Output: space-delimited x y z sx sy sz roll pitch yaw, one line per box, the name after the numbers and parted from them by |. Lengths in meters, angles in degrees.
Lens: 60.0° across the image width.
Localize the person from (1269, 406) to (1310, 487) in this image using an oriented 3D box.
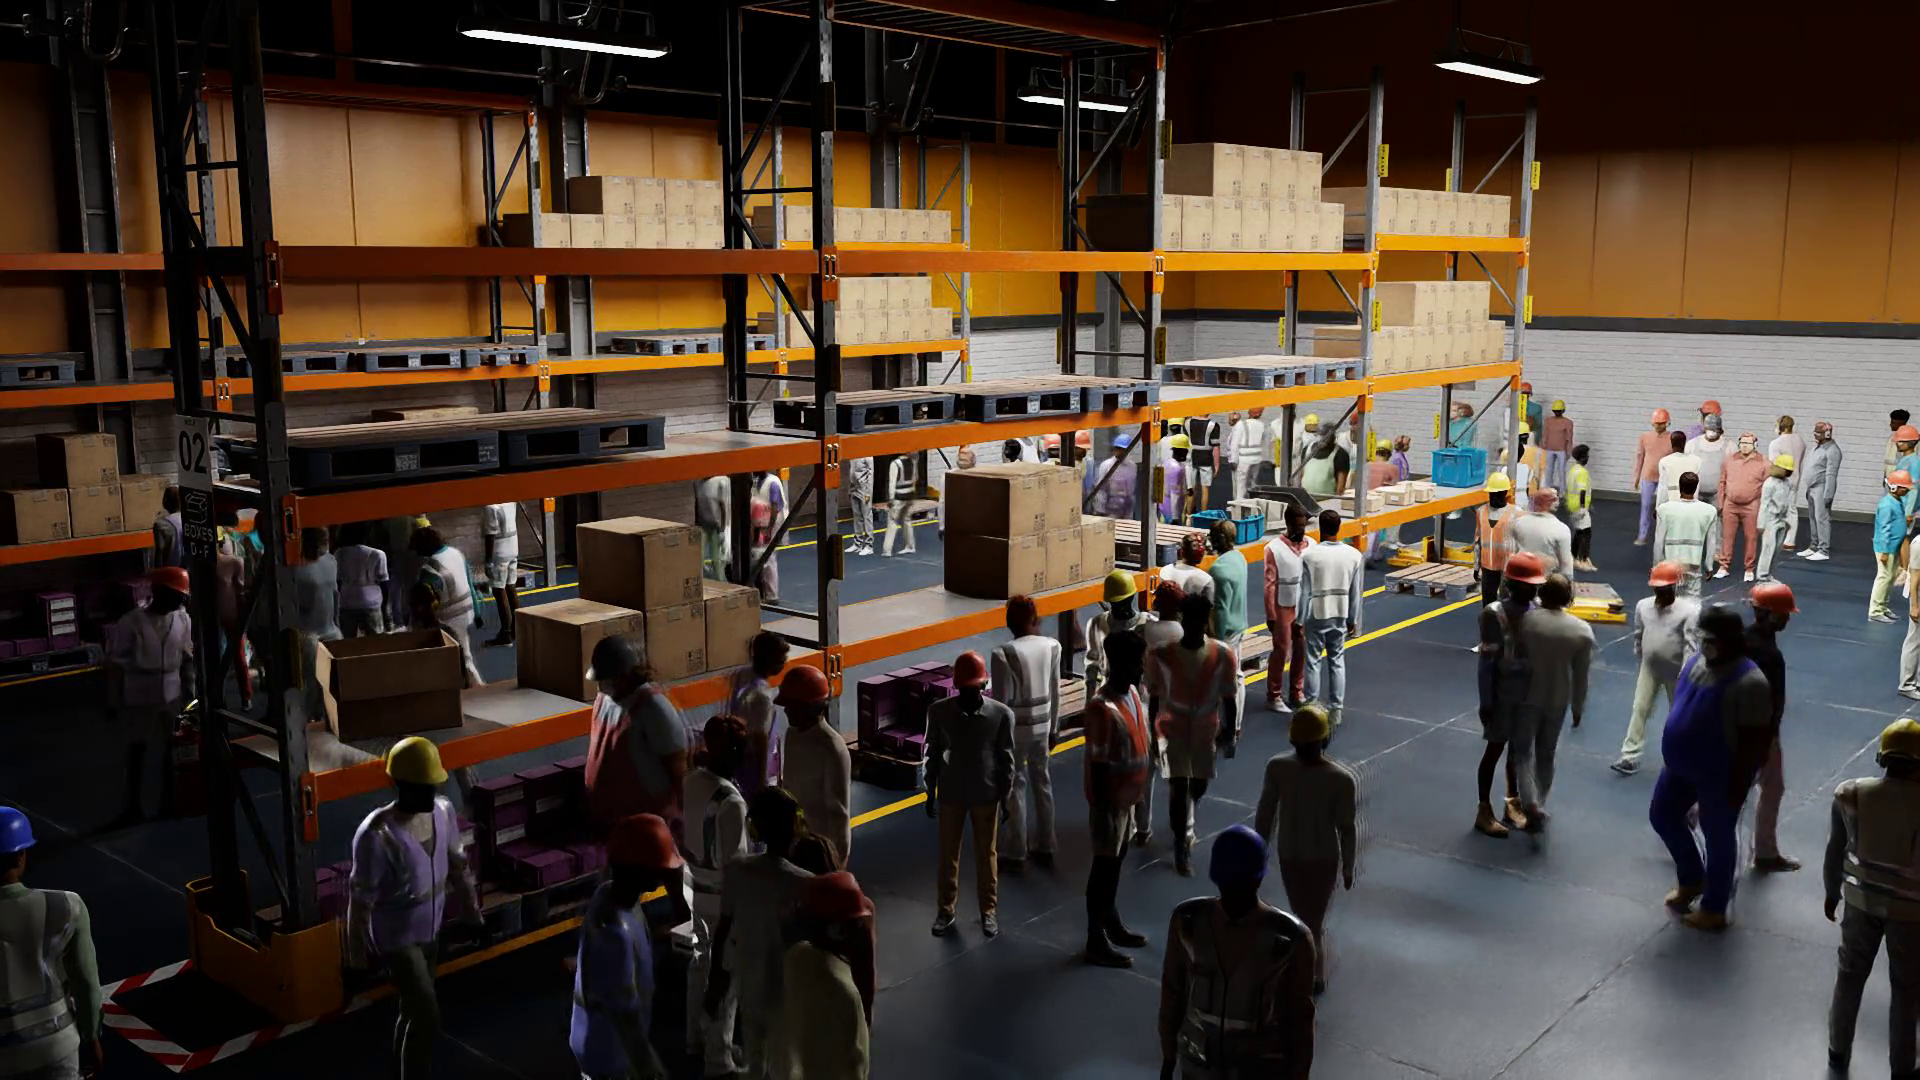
5.217 -1.252 26.334 0.664 1.837 1.015 3 10 16 | person

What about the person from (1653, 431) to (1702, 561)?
9.183 -0.441 21.302 0.587 1.914 0.390 -2 10 -12 | person

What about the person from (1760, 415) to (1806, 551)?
11.530 -0.780 23.284 0.631 1.932 0.365 -4 10 -23 | person

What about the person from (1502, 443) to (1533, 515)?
7.334 -0.457 22.032 0.542 1.697 0.316 -6 11 -32 | person

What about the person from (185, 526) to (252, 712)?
-6.651 0.707 14.934 0.538 1.754 0.379 -2 10 -11 | person

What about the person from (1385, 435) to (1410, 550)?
6.192 -0.672 23.522 0.315 1.632 0.519 4 10 21 | person

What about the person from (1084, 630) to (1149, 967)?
0.914 1.476 9.700 0.367 1.962 0.612 4 10 22 | person

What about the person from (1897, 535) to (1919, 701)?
9.009 0.575 15.472 0.560 1.836 0.394 -5 11 -27 | person

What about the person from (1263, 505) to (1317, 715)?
2.971 0.615 15.027 0.599 1.905 0.391 -6 11 -32 | person

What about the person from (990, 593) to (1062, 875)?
0.428 1.284 11.084 0.584 1.883 0.337 -7 12 -37 | person

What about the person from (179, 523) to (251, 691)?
-7.196 0.453 16.078 0.622 1.887 0.852 2 10 13 | person

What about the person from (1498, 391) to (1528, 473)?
9.485 -1.623 28.559 0.543 1.900 0.594 -5 11 -29 | person

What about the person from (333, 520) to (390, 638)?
-5.646 0.616 15.701 0.544 1.680 0.350 1 10 5 | person

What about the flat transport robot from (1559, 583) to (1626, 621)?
7.311 0.695 19.408 0.652 0.197 1.431 2 10 12 | flat transport robot

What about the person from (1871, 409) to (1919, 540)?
13.491 -0.907 23.929 0.374 1.963 0.607 0 10 -1 | person

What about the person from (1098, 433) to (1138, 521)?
1.967 -0.400 21.022 0.609 1.927 0.581 -6 11 -32 | person

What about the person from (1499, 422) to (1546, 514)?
7.586 -0.640 22.490 0.609 1.917 0.413 2 10 10 | person

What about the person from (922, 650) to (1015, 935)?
0.049 1.520 10.059 0.562 1.752 0.323 1 10 5 | person

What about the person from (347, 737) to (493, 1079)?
-2.512 1.834 7.758 0.627 1.902 0.618 3 10 19 | person

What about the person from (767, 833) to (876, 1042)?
-0.598 2.067 7.194 0.504 1.627 0.281 -4 10 -20 | person

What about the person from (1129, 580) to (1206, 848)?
1.435 1.208 11.577 0.574 1.877 0.347 2 10 14 | person

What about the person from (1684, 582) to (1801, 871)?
5.213 1.244 11.095 0.789 1.966 0.629 0 10 -1 | person

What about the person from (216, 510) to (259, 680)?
-7.097 0.491 16.099 0.438 1.815 0.649 -6 11 -34 | person

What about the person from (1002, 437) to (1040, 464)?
0.867 -0.824 23.204 0.537 2.000 0.688 5 11 25 | person

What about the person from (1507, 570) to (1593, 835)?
4.121 1.154 11.804 0.646 1.910 0.770 2 10 9 | person

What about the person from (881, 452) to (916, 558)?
-0.822 -0.571 22.998 0.374 1.611 0.595 6 11 33 | person

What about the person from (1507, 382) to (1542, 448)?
9.734 -1.733 28.764 0.617 1.993 0.396 1 10 7 | person

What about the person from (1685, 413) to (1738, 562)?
10.168 -0.724 22.610 0.681 2.000 0.535 6 11 33 | person

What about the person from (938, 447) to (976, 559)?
0.055 -0.146 19.579 0.670 1.893 0.431 2 10 11 | person

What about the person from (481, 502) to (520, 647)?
-4.887 0.155 17.629 0.385 1.957 0.602 1 10 7 | person

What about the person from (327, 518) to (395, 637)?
-6.428 0.067 17.882 0.732 2.000 0.730 -5 11 -27 | person

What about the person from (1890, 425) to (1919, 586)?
11.827 -0.427 20.873 0.405 2.034 0.615 3 10 18 | person

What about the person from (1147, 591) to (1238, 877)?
1.555 1.243 11.267 0.617 1.921 0.791 0 10 0 | person

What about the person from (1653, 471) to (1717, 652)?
7.463 0.249 17.164 0.599 1.917 0.375 2 10 12 | person

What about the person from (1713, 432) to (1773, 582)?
9.987 -0.426 21.226 0.640 1.910 0.407 7 12 38 | person

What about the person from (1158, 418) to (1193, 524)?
3.050 -0.830 23.624 0.593 1.916 0.399 8 13 41 | person

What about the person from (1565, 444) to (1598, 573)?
8.174 -0.411 21.882 0.381 1.658 0.667 2 10 12 | person

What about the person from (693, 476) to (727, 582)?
-2.953 -0.130 19.635 0.527 1.848 0.393 5 11 26 | person

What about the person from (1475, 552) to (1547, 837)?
3.945 1.087 11.792 0.614 2.039 0.391 -4 10 -24 | person

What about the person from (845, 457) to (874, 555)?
-1.400 -0.663 23.135 0.304 1.742 0.487 -8 12 -40 | person

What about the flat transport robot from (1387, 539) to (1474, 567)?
6.403 0.182 22.469 0.652 0.197 1.431 8 13 41 | flat transport robot

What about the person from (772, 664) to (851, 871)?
-0.786 1.620 8.789 0.410 1.985 0.620 -6 11 -30 | person

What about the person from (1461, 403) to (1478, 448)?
8.735 -1.551 28.773 0.285 1.634 0.509 -5 11 -27 | person

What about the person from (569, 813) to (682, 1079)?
-1.322 2.016 6.681 0.571 1.903 0.560 -1 10 -5 | person
